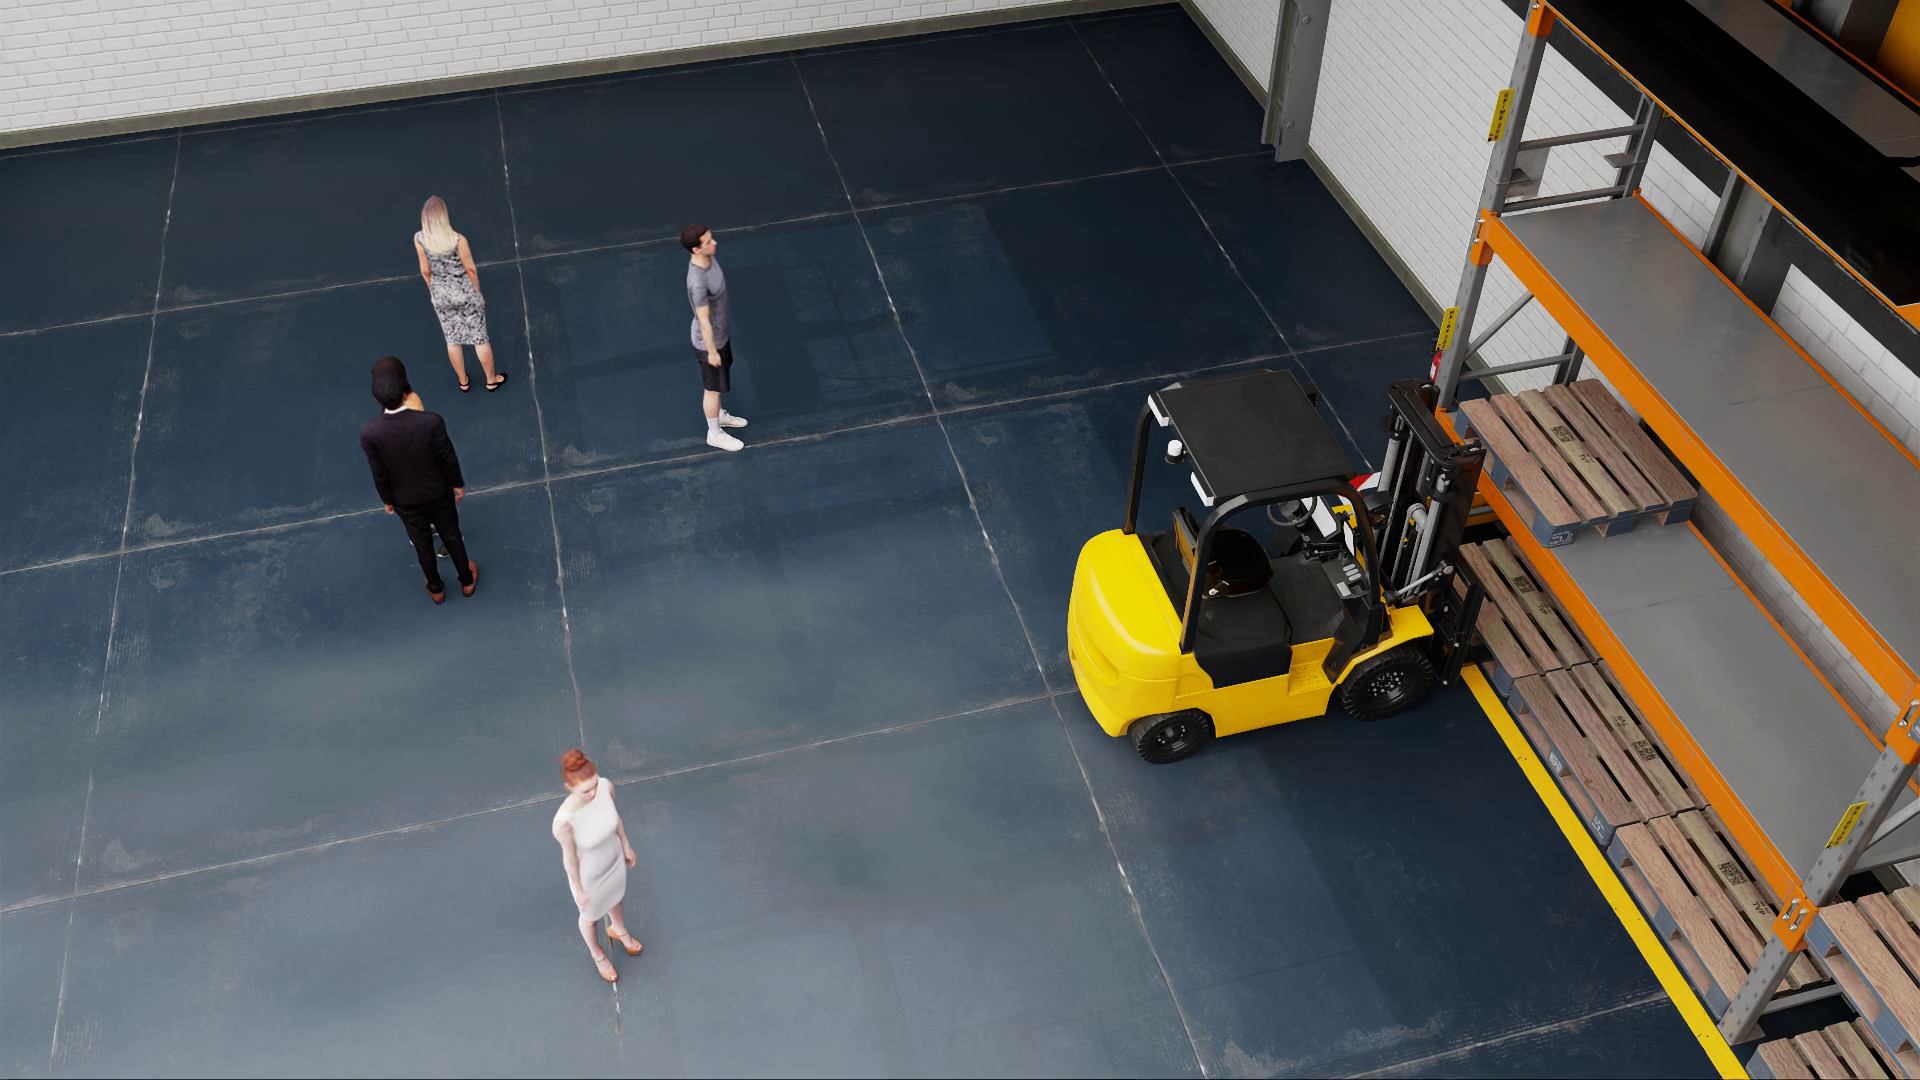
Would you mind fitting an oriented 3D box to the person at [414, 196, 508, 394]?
[{"bbox_3d":[-3.837,-1.839,12.636,0.631,1.704,0.613,4,44,4],"label":"person"}]

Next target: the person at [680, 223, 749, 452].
[{"bbox_3d":[-1.834,-1.507,12.167,0.779,1.871,0.603,2,44,2],"label":"person"}]

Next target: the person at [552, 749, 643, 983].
[{"bbox_3d":[-1.928,1.728,8.823,0.679,1.800,0.635,25,49,24],"label":"person"}]

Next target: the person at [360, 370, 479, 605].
[{"bbox_3d":[-3.546,-0.331,10.924,0.706,1.883,0.559,-13,45,-13],"label":"person"}]

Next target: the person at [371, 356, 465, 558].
[{"bbox_3d":[-3.714,-0.590,11.370,0.625,1.643,0.688,22,48,22],"label":"person"}]
